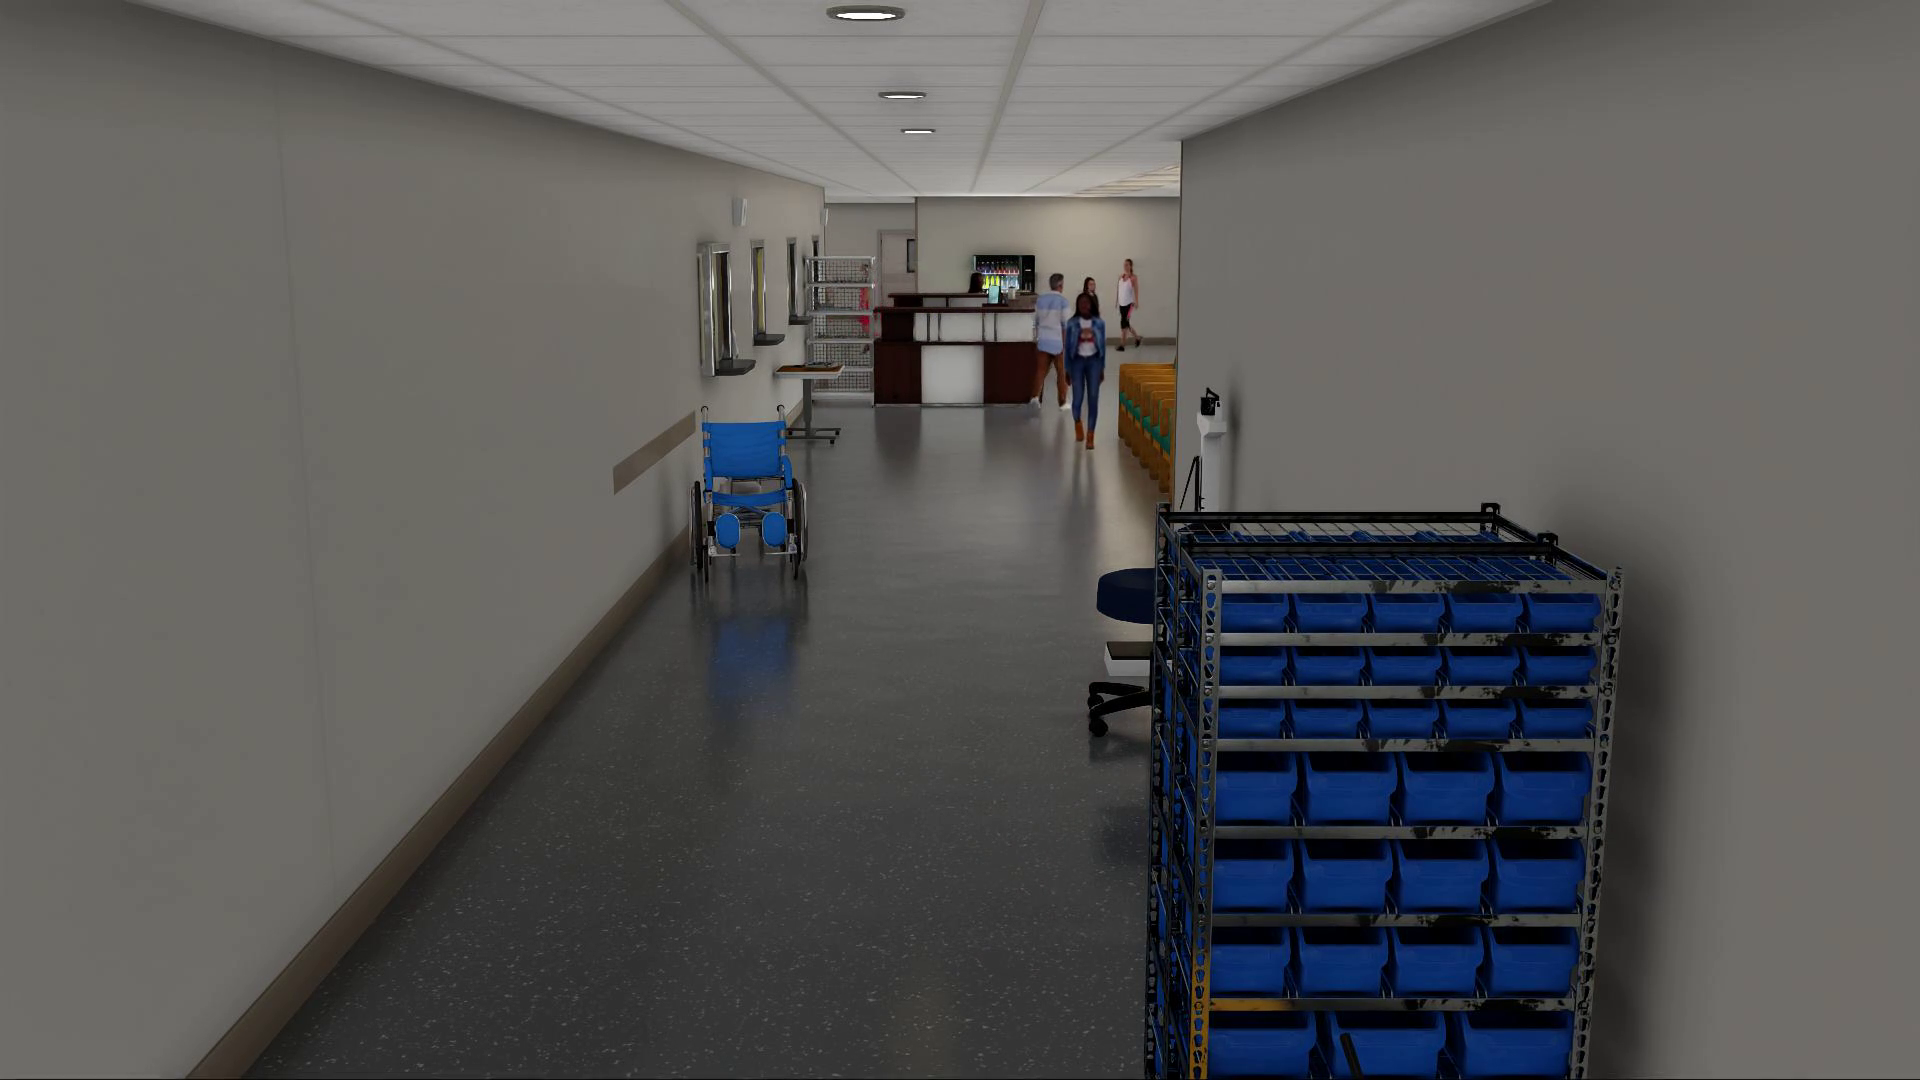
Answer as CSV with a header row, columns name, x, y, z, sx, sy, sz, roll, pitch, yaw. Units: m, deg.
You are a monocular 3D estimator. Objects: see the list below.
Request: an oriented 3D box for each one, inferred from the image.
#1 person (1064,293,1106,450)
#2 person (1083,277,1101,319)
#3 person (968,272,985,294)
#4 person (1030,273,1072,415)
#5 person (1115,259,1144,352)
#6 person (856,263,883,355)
name,x,y,z,sx,sy,sz,roll,pitch,yaw
person,1.361,-1.842,18.299,1.138,1.662,0.685,0,11,2
person,2.209,-3.710,28.411,0.619,1.562,0.713,-7,13,-32
person,0.203,-3.880,29.255,1.093,1.583,0.683,1,11,4
person,1.146,-2.514,21.482,1.173,1.796,1.070,5,12,25
person,3.276,-4.526,32.183,1.082,1.759,1.133,10,15,44
person,-1.679,-4.341,31.335,0.865,1.712,0.671,-2,11,-9
